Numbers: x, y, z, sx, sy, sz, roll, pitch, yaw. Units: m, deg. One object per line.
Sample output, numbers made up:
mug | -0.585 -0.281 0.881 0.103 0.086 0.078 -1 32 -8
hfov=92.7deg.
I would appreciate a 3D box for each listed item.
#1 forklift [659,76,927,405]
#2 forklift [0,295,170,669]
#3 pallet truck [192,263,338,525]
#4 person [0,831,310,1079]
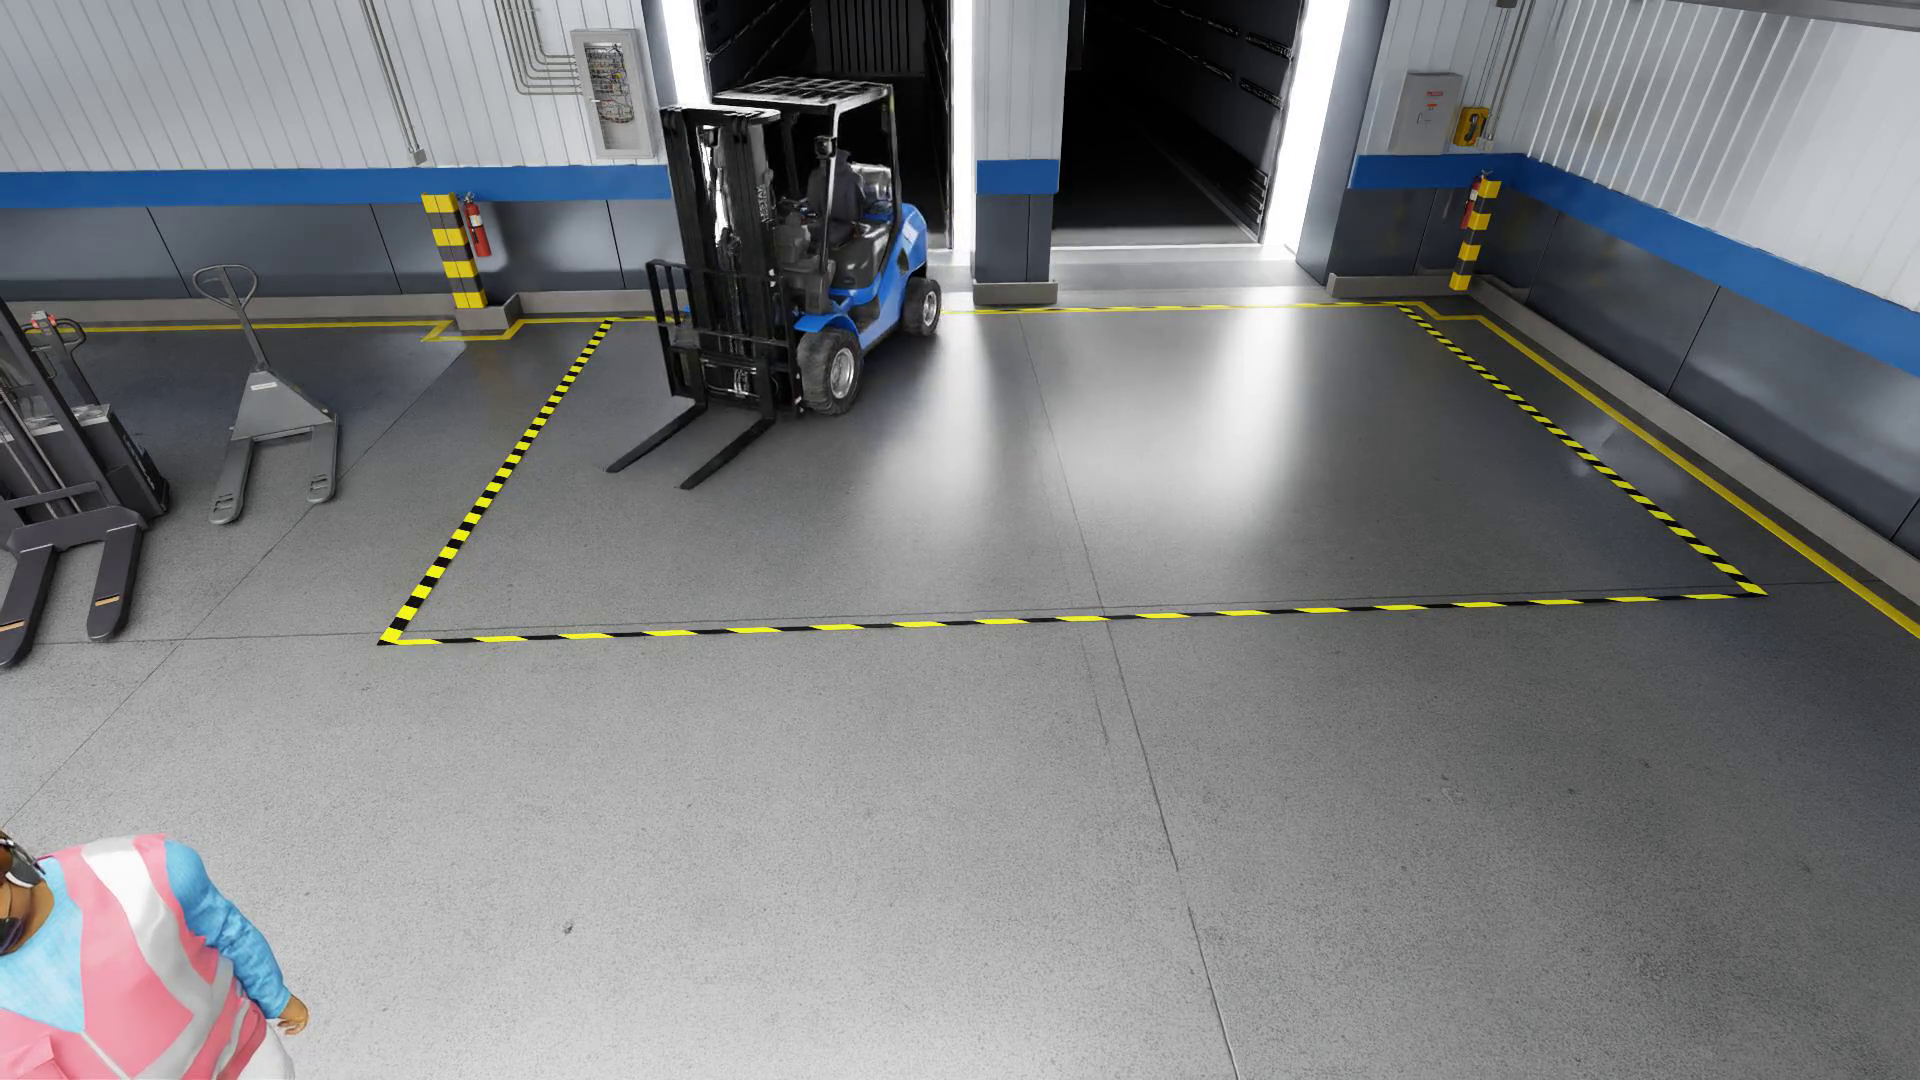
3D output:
forklift | -1.199 -2.500 7.267 1.157 2.036 2.680 13 37 17
forklift | -5.212 -0.618 4.878 0.823 1.965 1.885 -20 39 -26
pallet truck | -4.778 -1.027 6.128 0.680 1.201 1.601 -17 38 -23
person | -1.956 1.318 2.231 0.429 1.841 0.634 24 42 31
